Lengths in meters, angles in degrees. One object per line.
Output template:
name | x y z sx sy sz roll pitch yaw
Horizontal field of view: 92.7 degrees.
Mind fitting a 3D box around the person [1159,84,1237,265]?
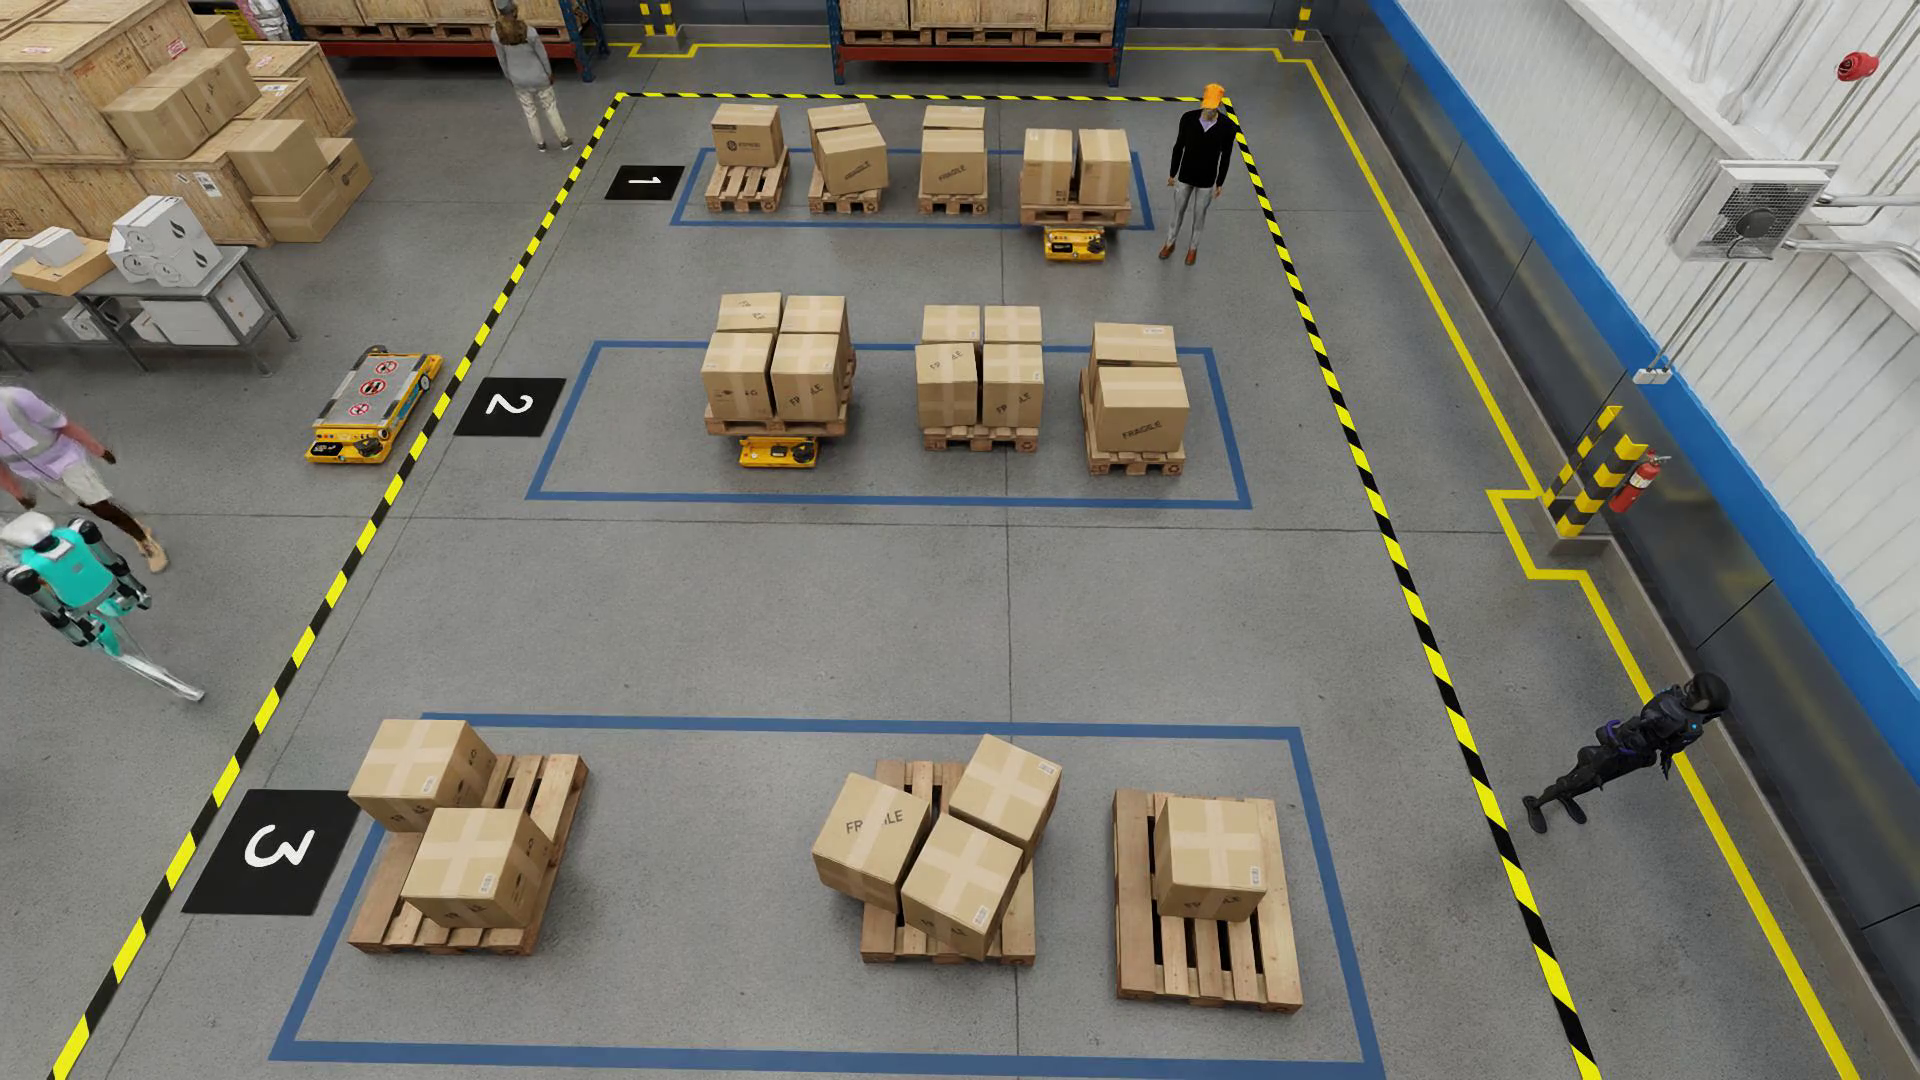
person | 2.446 -3.755 9.487 0.590 1.882 0.377 19 52 16

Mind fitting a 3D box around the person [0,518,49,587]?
person | -7.325 -0.359 6.613 0.356 1.884 0.573 -20 53 -16

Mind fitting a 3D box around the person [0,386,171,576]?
person | -6.588 -0.464 6.624 0.643 2.005 0.753 -19 52 -16

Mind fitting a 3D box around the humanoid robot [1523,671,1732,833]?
humanoid robot | 3.920 1.257 5.372 0.599 1.654 0.315 -7 50 -6

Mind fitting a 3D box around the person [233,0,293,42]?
person | -9.045 -6.748 12.052 0.404 1.833 0.588 5 50 4

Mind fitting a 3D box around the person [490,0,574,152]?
person | -5.239 -5.635 11.153 0.565 1.765 0.400 -5 50 -4

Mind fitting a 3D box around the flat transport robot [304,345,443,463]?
flat transport robot | -5.383 -1.269 8.441 0.659 0.231 1.431 1 50 1

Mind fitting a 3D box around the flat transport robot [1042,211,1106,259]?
flat transport robot | 1.276 -3.690 10.471 0.652 0.197 1.431 1 50 1

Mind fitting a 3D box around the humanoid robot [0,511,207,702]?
humanoid robot | -5.713 0.440 6.026 0.898 1.753 0.539 12 51 10

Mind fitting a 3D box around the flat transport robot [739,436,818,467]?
flat transport robot | -1.582 -1.235 8.394 0.652 0.197 1.431 1 50 1
